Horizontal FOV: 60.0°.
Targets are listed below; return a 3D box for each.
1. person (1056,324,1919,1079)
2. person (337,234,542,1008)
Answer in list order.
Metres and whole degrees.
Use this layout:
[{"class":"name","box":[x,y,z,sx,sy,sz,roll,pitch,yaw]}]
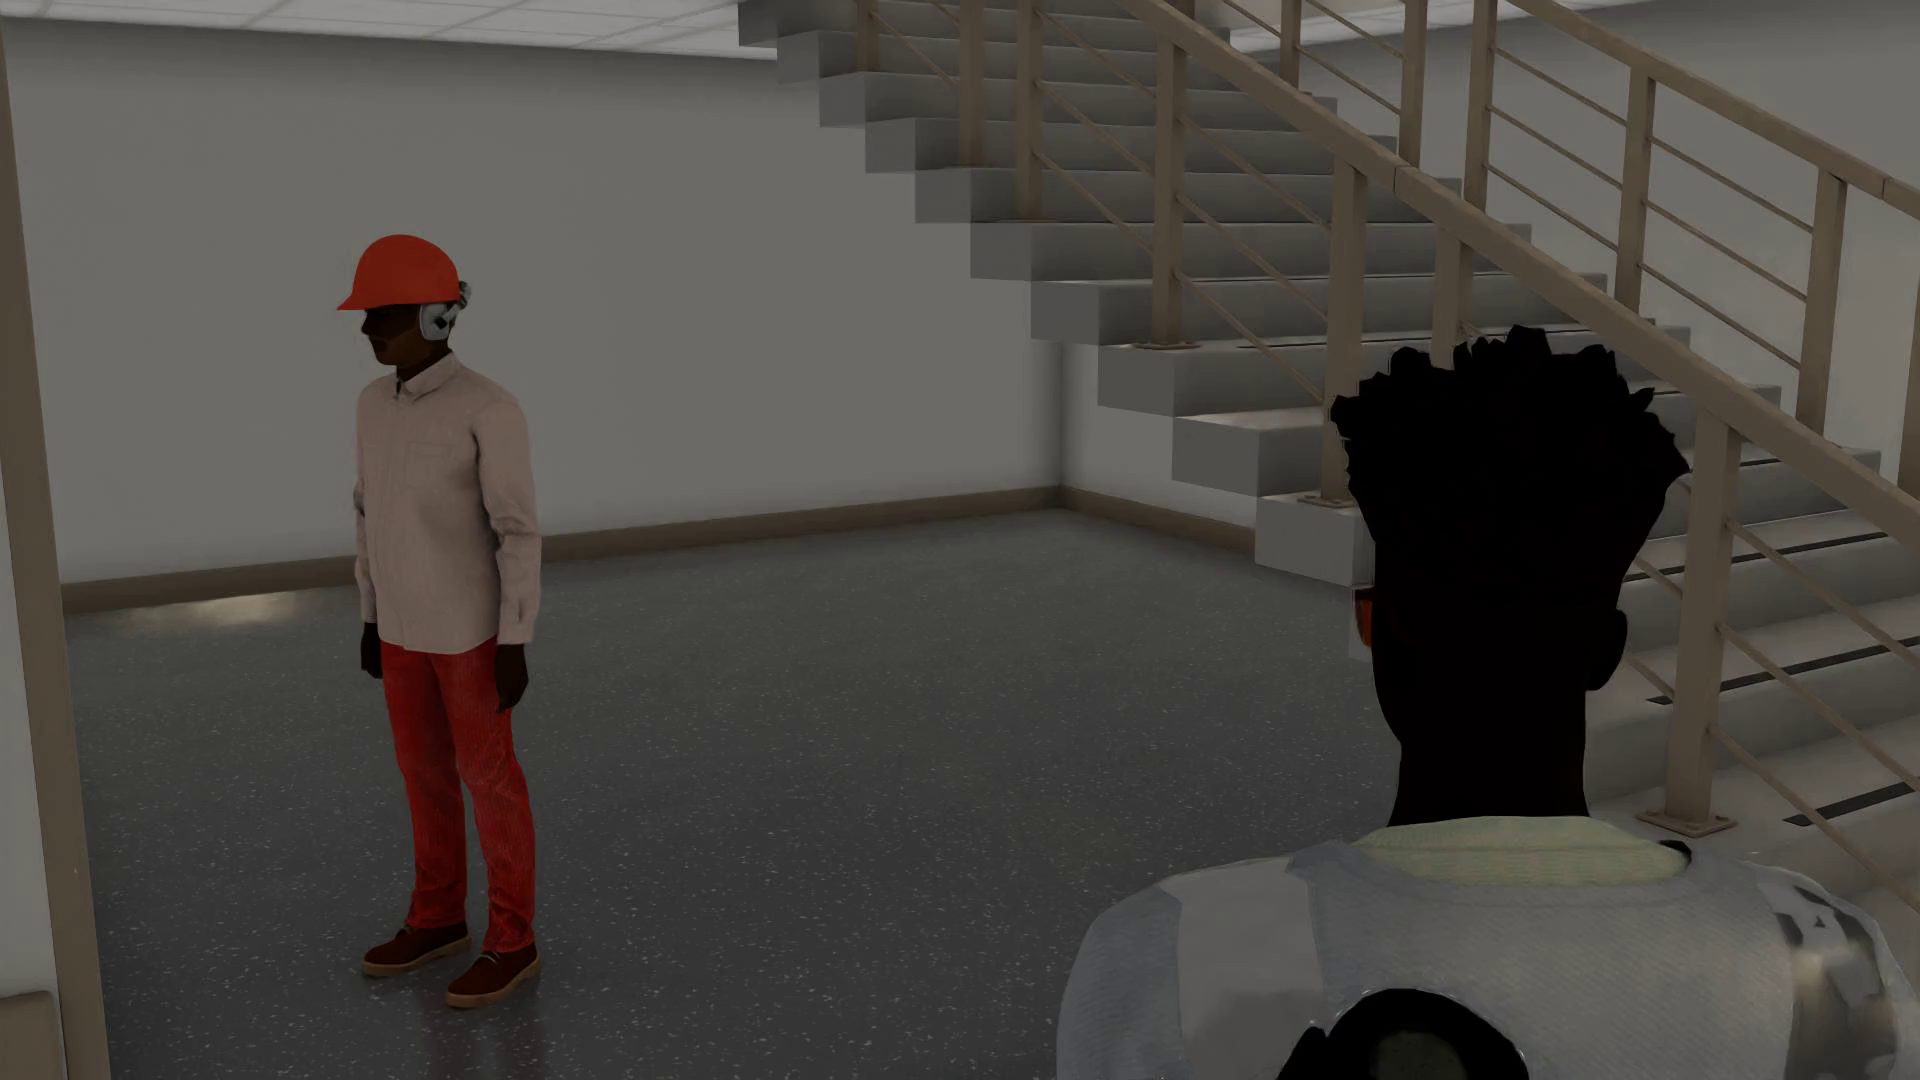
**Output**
[{"class":"person","box":[0.350,0.824,1.247,0.618,1.953,0.384,-1,11,-8]},{"class":"person","box":[-1.359,0.218,4.321,0.623,1.992,0.396,7,13,33]}]
